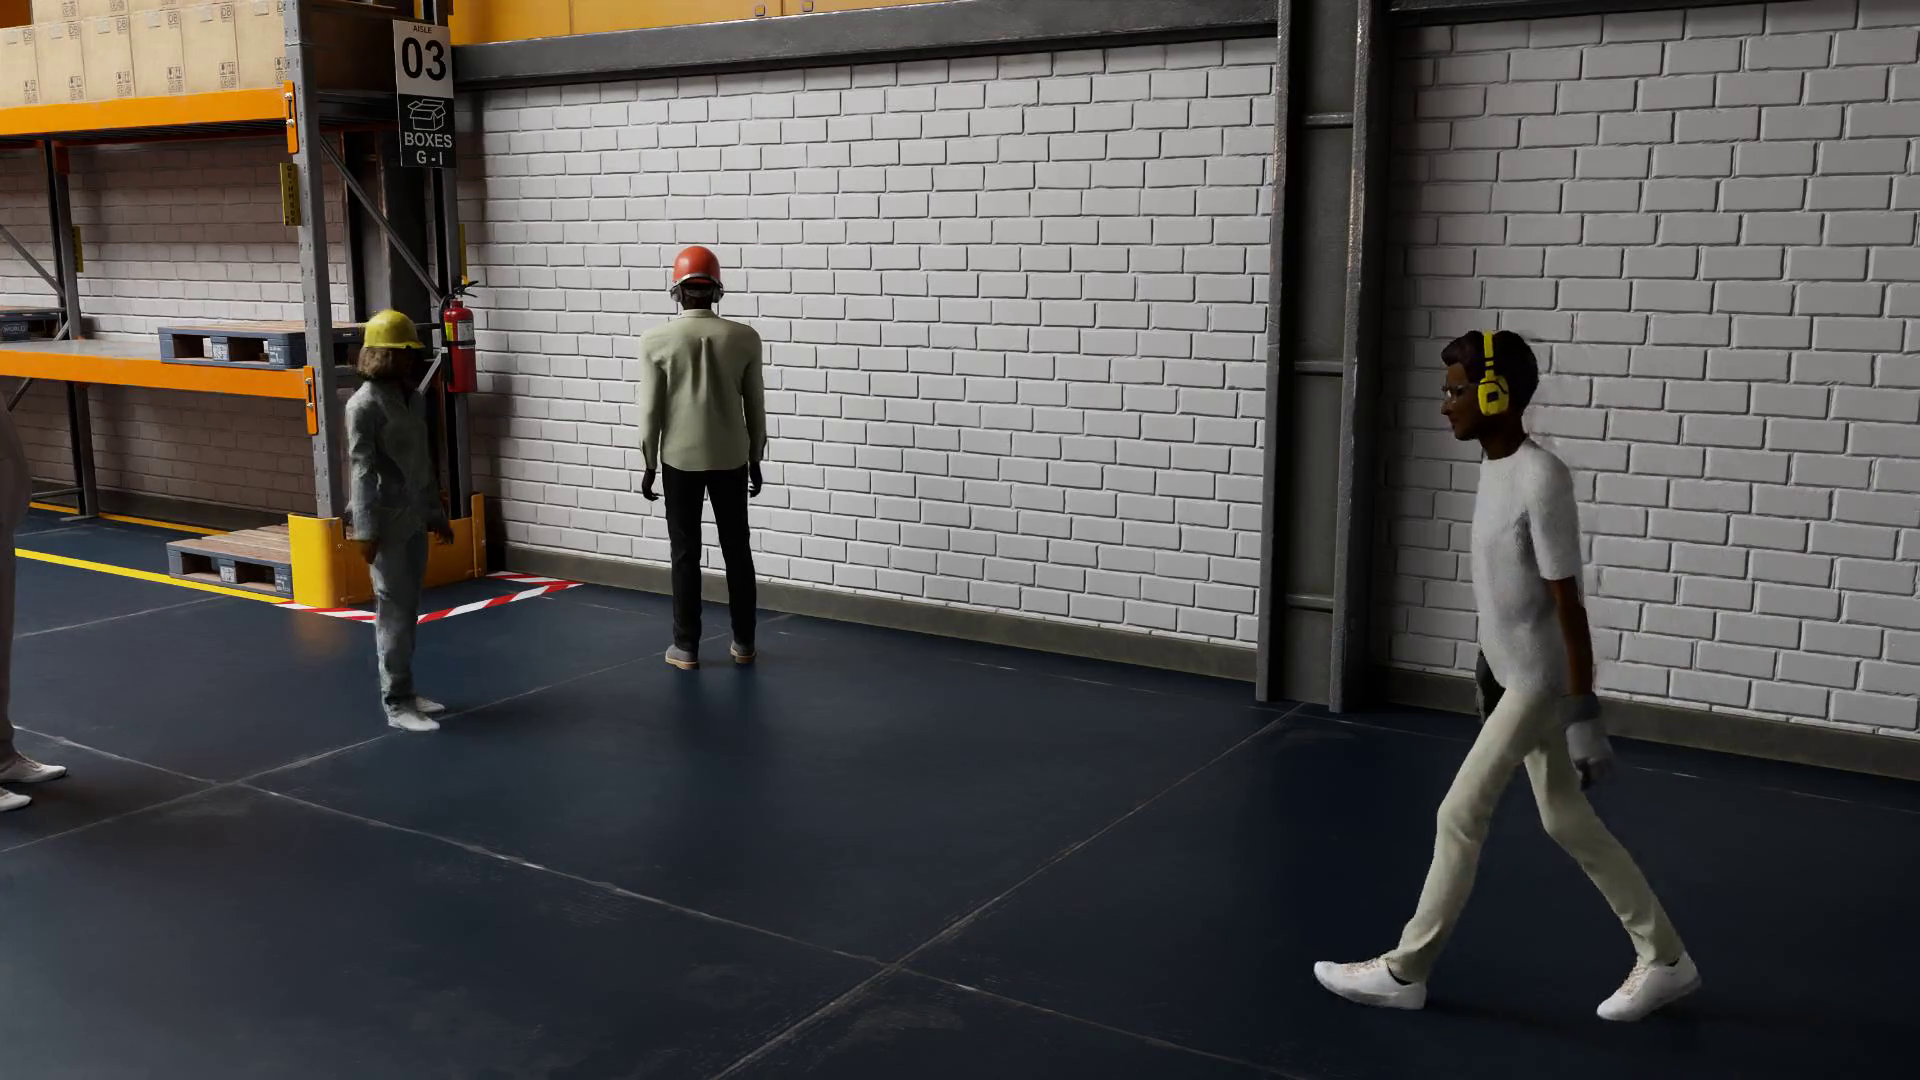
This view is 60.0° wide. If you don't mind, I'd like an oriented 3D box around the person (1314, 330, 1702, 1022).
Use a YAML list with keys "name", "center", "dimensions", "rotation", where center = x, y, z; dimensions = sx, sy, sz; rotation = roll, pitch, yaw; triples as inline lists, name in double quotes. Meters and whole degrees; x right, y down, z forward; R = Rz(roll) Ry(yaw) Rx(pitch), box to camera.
- name: "person"
  center: [1.482, 0.370, 4.259]
  dimensions: [0.988, 1.805, 0.595]
  rotation: [2, 10, 10]

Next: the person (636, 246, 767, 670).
- name: "person"
  center: [-1.222, -0.383, 7.879]
  dimensions: [0.612, 1.994, 0.395]
  rotation: [-4, 11, -21]

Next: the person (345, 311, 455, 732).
- name: "person"
  center: [-2.291, -0.079, 6.941]
  dimensions: [0.454, 1.733, 0.532]
  rotation: [2, 10, 10]

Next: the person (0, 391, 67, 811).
- name: "person"
  center: [-3.512, 0.022, 5.925]
  dimensions: [0.400, 1.896, 0.648]
  rotation: [-3, 11, -15]
